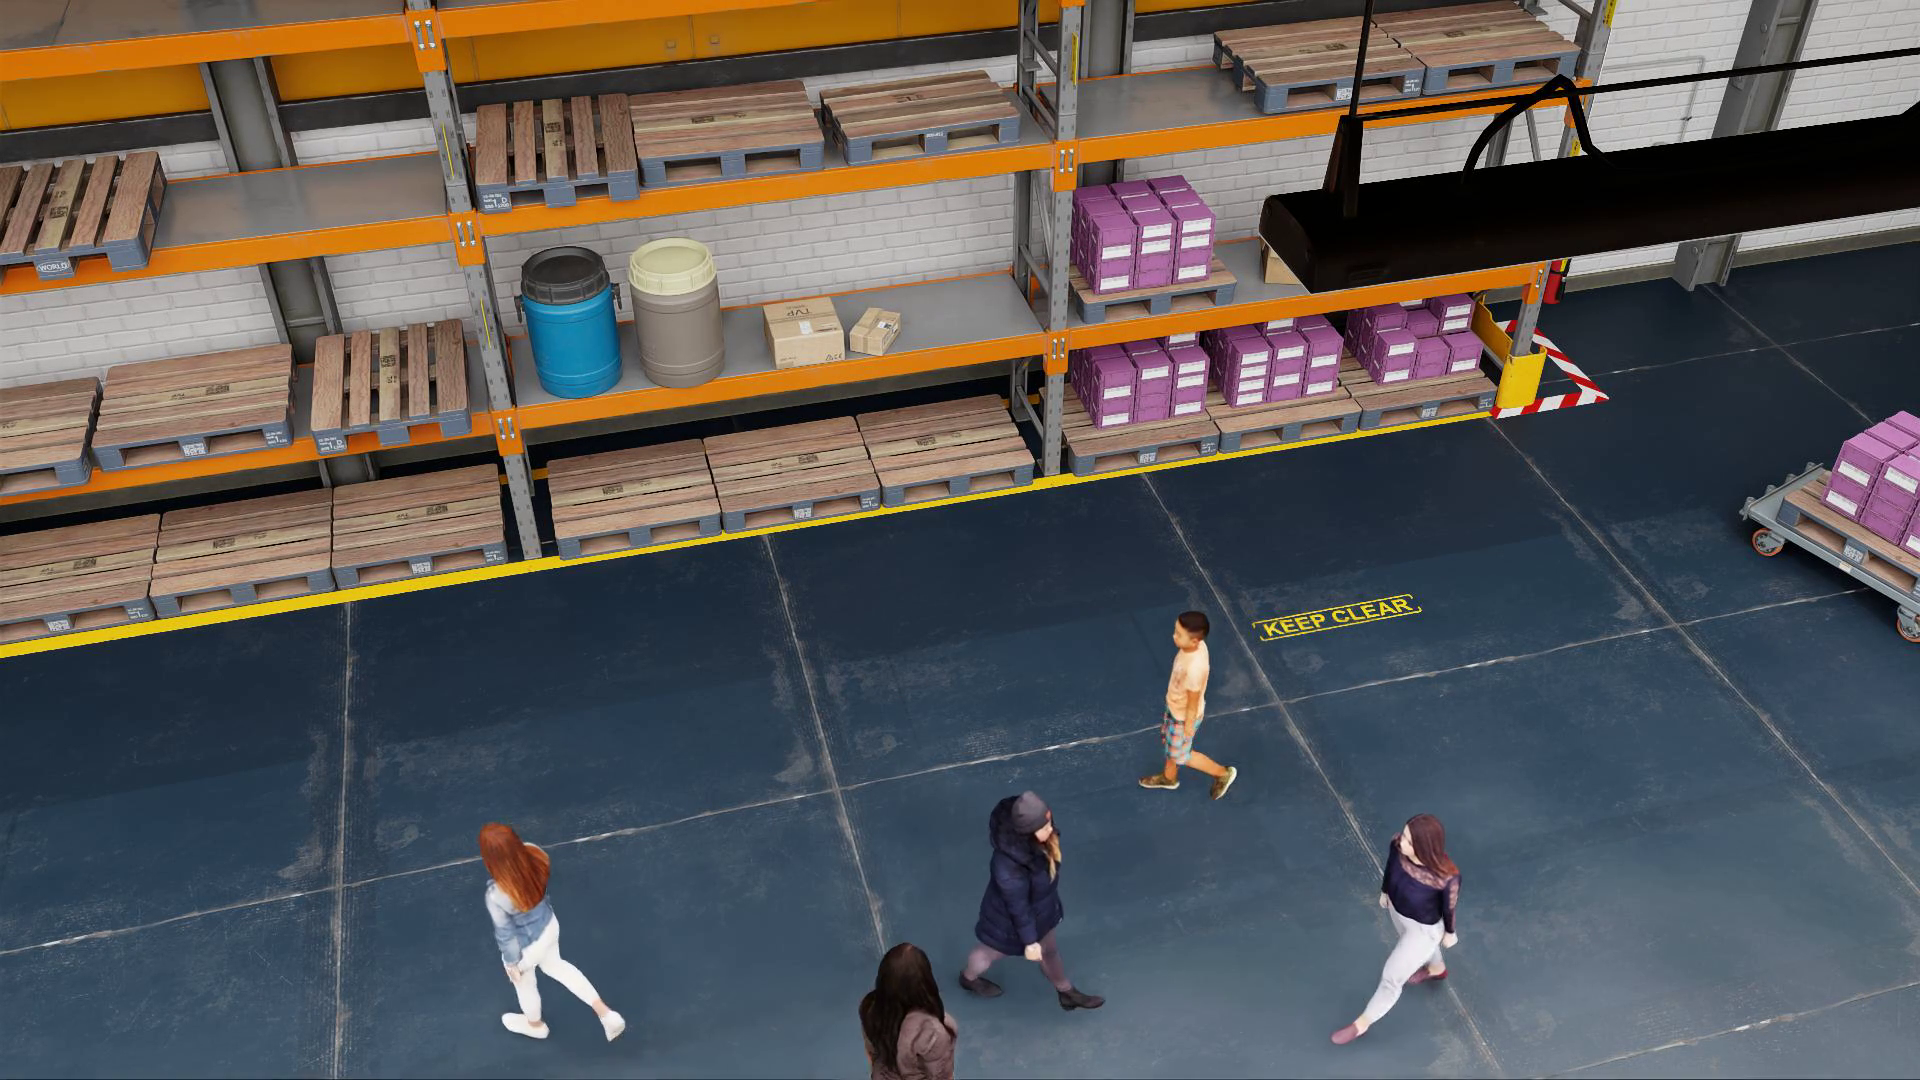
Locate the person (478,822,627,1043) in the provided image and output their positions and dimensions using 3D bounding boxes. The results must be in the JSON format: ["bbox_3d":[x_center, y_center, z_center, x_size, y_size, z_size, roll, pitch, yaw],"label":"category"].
[{"bbox_3d":[-2.116,2.048,8.489,1.069,1.688,0.954,13,41,16],"label":"person"}]

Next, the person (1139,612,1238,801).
[{"bbox_3d":[1.422,1.005,9.986,0.856,1.451,0.656,1,39,1],"label":"person"}]

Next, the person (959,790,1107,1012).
[{"bbox_3d":[0.225,1.913,8.709,1.164,1.625,1.021,12,40,15],"label":"person"}]

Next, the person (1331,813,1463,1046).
[{"bbox_3d":[2.415,1.978,8.682,1.108,1.557,0.732,-16,41,-19],"label":"person"}]

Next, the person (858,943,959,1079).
[{"bbox_3d":[-0.279,2.609,7.679,0.921,1.822,1.008,30,48,32],"label":"person"}]
